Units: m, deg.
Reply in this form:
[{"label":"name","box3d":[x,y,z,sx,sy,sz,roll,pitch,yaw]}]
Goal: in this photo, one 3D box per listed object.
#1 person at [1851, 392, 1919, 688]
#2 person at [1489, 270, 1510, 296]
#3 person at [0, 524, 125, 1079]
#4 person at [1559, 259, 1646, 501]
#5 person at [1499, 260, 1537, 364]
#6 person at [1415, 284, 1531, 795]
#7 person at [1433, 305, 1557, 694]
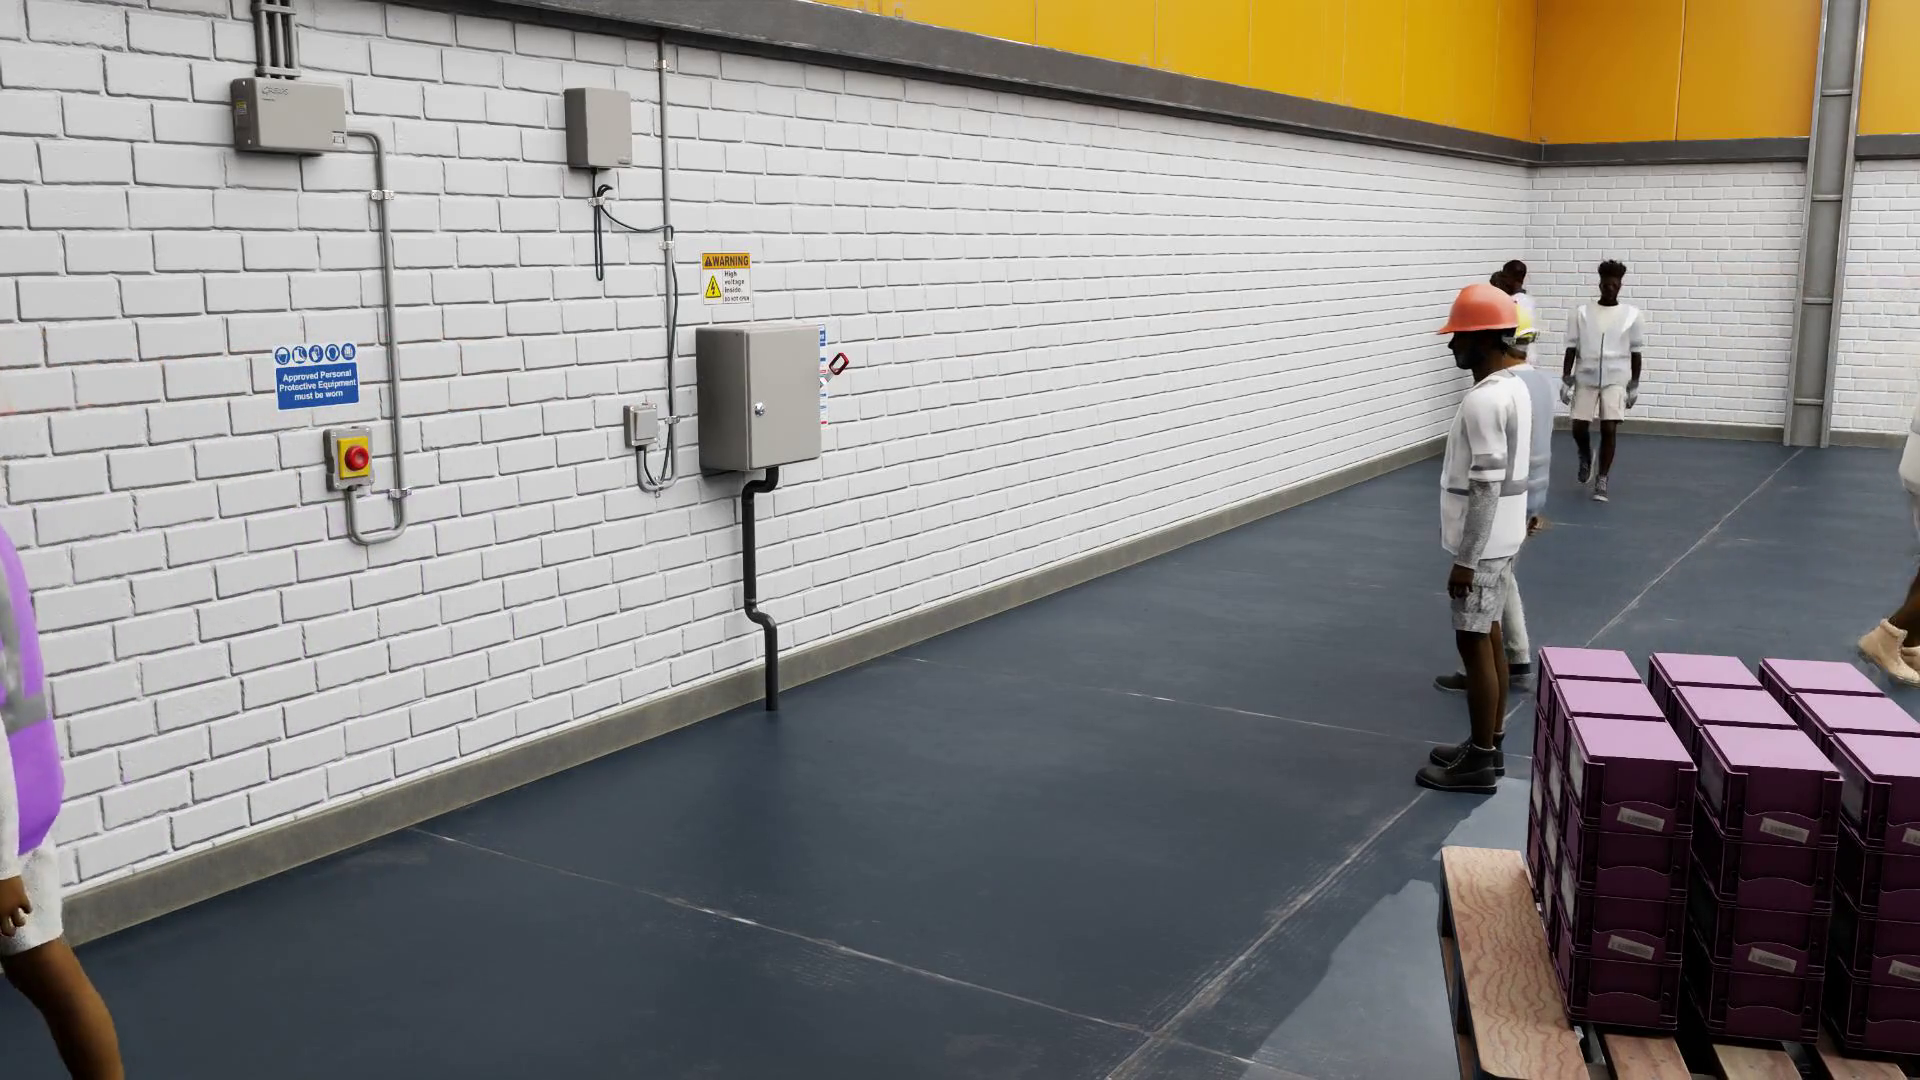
[{"label":"person","box3d":[4.574,-0.265,7.638,0.525,2.011,0.612,4,11,21]},{"label":"person","box3d":[5.418,-1.762,16.466,0.442,1.808,0.670,6,12,29]},{"label":"person","box3d":[-2.111,0.561,3.337,0.854,1.900,0.572,-5,11,-25]},{"label":"person","box3d":[5.232,-1.309,13.567,0.635,1.952,0.599,5,11,24]},{"label":"person","box3d":[5.212,-1.663,15.713,0.515,1.917,0.607,4,11,20]},{"label":"person","box3d":[1.962,0.001,6.354,0.363,1.934,0.552,5,12,27]},{"label":"person","box3d":[2.454,-0.169,7.612,0.425,1.826,0.606,9,14,41]}]
